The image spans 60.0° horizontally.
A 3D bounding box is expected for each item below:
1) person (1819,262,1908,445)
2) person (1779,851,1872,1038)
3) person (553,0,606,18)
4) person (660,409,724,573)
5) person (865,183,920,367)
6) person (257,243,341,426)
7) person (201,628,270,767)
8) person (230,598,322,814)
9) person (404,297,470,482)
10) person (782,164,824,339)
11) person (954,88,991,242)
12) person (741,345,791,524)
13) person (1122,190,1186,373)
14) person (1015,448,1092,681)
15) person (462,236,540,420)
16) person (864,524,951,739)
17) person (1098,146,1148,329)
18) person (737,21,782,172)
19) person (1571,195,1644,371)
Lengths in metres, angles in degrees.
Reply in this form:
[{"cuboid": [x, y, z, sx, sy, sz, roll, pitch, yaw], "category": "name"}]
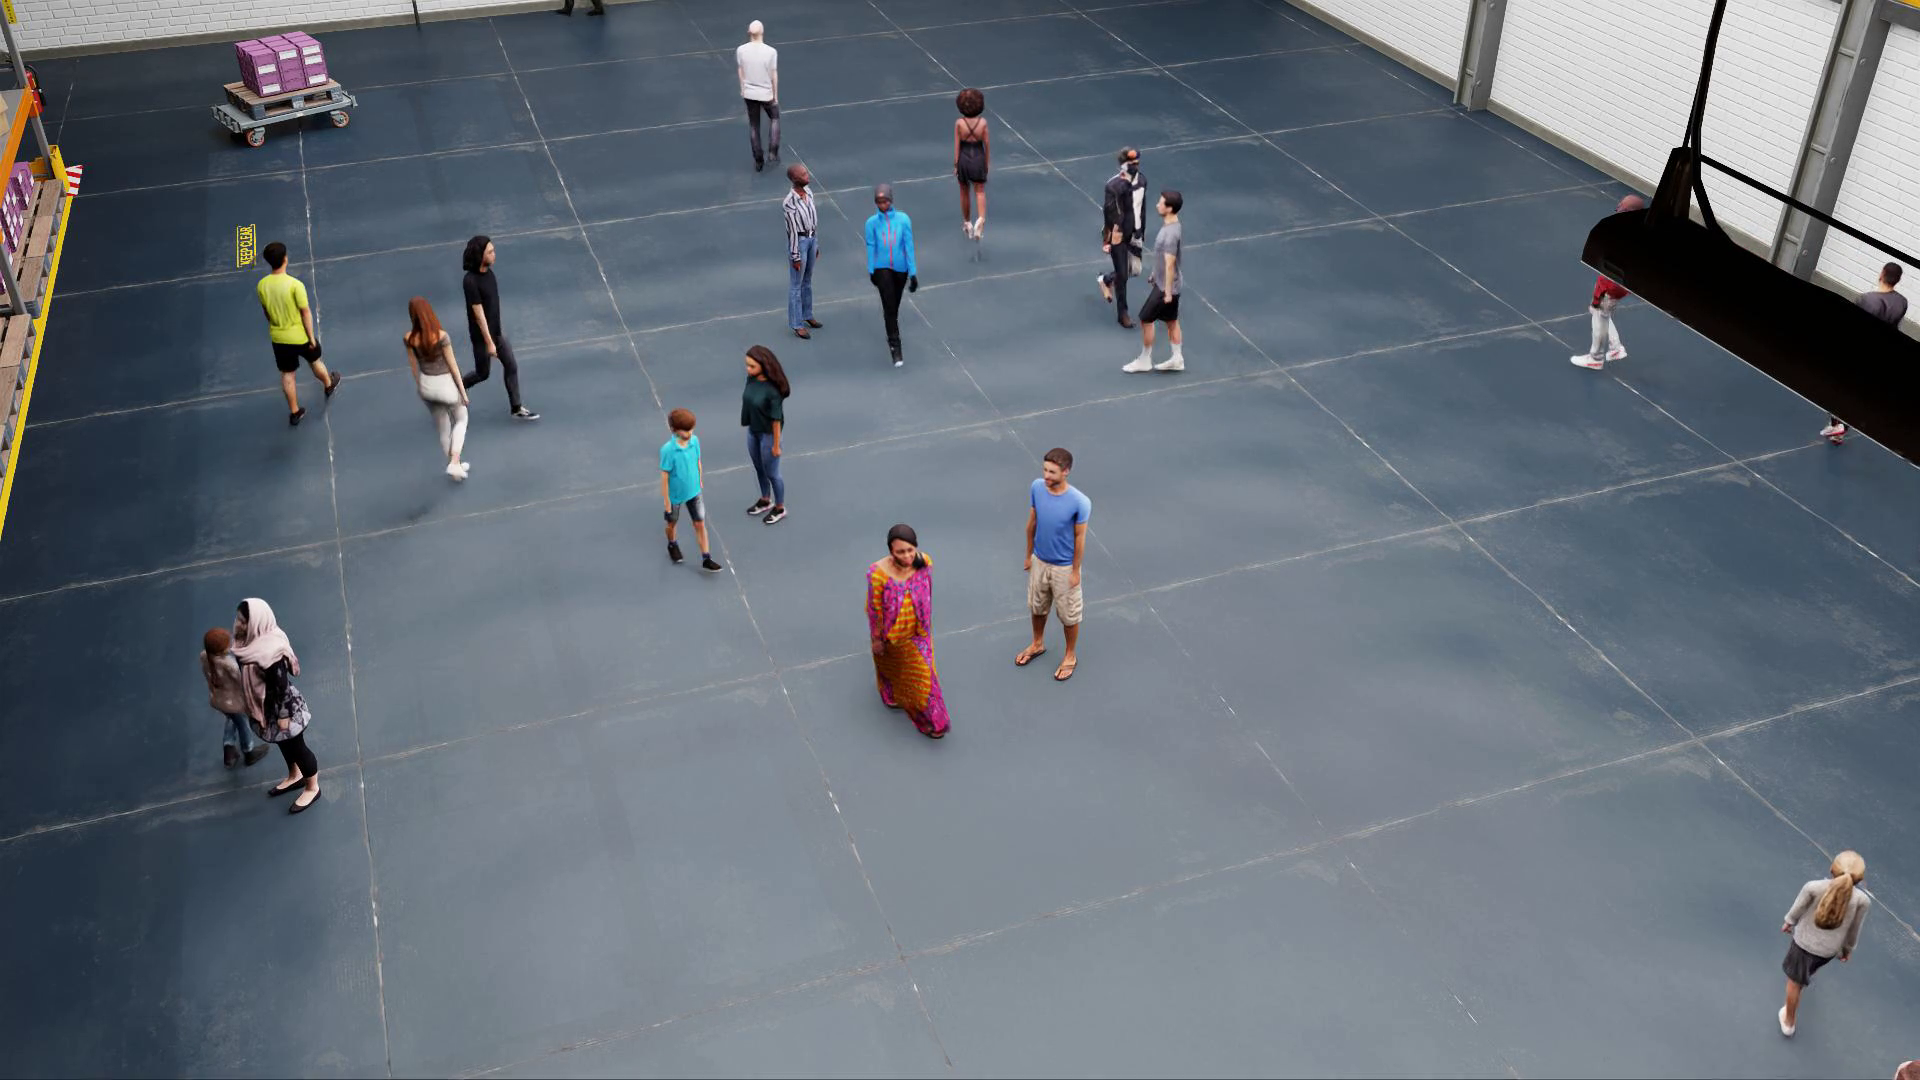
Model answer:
[{"cuboid": [8.046, -1.605, 14.795, 0.788, 1.756, 0.814, 2, 34, 3], "category": "person"}, {"cuboid": [4.846, 2.293, 9.388, 0.816, 1.248, 0.908, 11, 35, 16], "category": "person"}, {"cuboid": [-5.908, -9.046, 25.988, 0.842, 1.756, 1.003, -3, 34, -5], "category": "person"}, {"cuboid": [-2.264, -0.436, 13.344, 0.722, 1.414, 0.954, -20, 39, -28], "category": "person"}, {"cuboid": [-0.683, -2.688, 16.440, 0.709, 1.737, 1.230, -8, 34, -11], "category": "person"}, {"cuboid": [-6.155, -1.848, 15.237, 0.880, 1.669, 1.116, 1, 34, 1], "category": "person"}, {"cuboid": [-4.956, 1.080, 11.280, 0.619, 1.174, 0.680, 10, 35, 14], "category": "person"}, {"cuboid": [-4.485, 1.057, 10.896, 0.708, 1.638, 0.798, 26, 42, 34], "category": "person"}, {"cuboid": [-4.503, -1.231, 14.276, 0.763, 1.705, 0.823, 4, 34, 6], "category": "person"}, {"cuboid": [-1.602, -2.929, 16.750, 0.746, 1.795, 0.683, 14, 36, 20], "category": "person"}, {"cuboid": [0.136, -4.130, 18.579, 0.731, 1.771, 0.985, -2, 34, -3], "category": "person"}, {"cuboid": [-1.617, -0.902, 13.862, 0.729, 1.616, 0.632, -25, 41, -32], "category": "person"}, {"cuboid": [2.087, -2.449, 15.979, 0.937, 1.849, 0.924, 4, 34, 6], "category": "person"}, {"cuboid": [0.695, 0.137, 12.075, 0.705, 1.864, 0.793, 19, 38, 27], "category": "person"}, {"cuboid": [-4.412, -1.910, 15.214, 1.100, 1.798, 1.143, 9, 35, 13], "category": "person"}, {"cuboid": [-0.424, 0.553, 11.651, 0.640, 1.641, 1.111, -12, 35, -17], "category": "person"}, {"cuboid": [1.623, -3.123, 16.971, 0.833, 1.874, 1.032, -20, 39, -28], "category": "person"}, {"cuboid": [-2.499, -5.448, 20.518, 0.770, 1.819, 0.785, 2, 34, 3], "category": "person"}, {"cuboid": [6.382, -2.456, 16.022, 0.923, 1.813, 0.871, 22, 40, 30], "category": "person"}]
